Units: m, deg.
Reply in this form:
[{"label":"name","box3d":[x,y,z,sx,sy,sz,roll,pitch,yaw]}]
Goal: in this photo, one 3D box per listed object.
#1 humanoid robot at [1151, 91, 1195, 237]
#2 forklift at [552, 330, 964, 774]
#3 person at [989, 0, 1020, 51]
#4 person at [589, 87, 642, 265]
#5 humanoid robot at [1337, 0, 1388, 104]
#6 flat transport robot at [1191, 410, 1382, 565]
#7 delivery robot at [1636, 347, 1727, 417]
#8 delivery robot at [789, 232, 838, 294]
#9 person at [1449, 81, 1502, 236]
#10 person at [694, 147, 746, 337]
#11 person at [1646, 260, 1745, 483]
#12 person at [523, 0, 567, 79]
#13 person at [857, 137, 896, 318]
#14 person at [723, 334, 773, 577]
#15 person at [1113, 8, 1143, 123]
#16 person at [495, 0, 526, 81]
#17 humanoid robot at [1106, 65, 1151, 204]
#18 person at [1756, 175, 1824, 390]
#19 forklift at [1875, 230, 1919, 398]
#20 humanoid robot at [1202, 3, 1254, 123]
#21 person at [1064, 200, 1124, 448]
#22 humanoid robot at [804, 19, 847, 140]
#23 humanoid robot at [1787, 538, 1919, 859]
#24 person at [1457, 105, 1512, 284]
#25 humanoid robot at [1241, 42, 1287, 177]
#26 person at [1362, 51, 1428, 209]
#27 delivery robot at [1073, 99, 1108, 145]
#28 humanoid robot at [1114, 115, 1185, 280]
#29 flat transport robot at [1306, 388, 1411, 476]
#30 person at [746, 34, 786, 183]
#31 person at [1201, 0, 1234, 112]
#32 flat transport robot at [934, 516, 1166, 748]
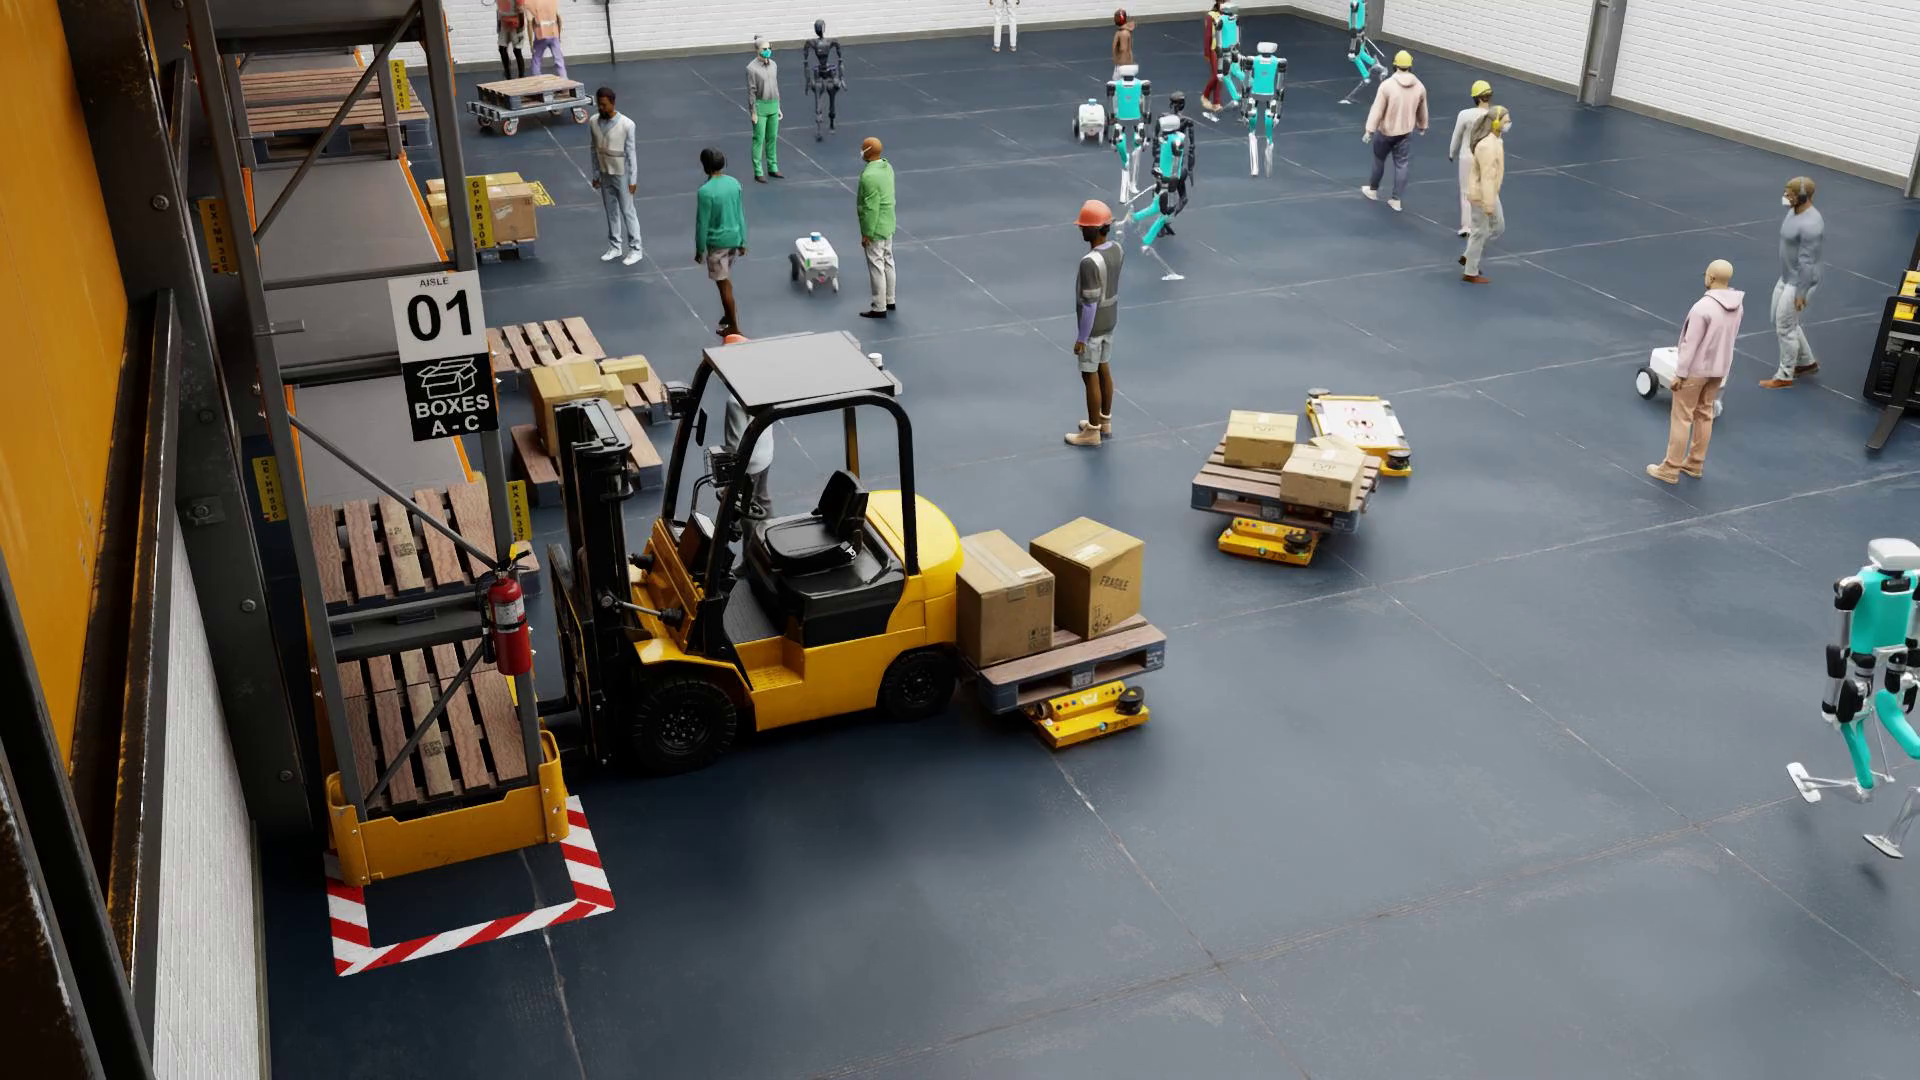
[{"label":"humanoid robot","box3d":[2.375,-4.249,18.870,0.589,1.653,0.412,20,33,34]},{"label":"forklift","box3d":[-1.094,0.010,9.831,2.313,2.155,1.214,-10,28,-20]},{"label":"person","box3d":[0.788,-9.558,29.217,0.571,1.876,0.350,-2,27,-5]},{"label":"person","box3d":[-3.727,-3.960,18.045,0.586,1.910,0.384,15,30,27]},{"label":"humanoid robot","box3d":[6.285,-7.430,25.152,0.951,1.773,0.536,12,29,22]},{"label":"flat transport robot","box3d":[2.434,-0.236,12.457,0.659,0.231,1.431,11,29,21]},{"label":"delivery robot","box3d":[6.314,-1.408,14.490,0.499,0.612,0.816,-5,27,-10]},{"label":"delivery robot","box3d":[-1.511,-2.940,17.509,0.499,0.587,0.789,-7,27,-13]},{"label":"person","box3d":[5.915,-4.385,19.096,0.519,1.710,0.856,0,27,0]},{"label":"person","box3d":[-2.324,-2.834,15.881,0.586,1.829,0.526,19,32,33]},{"label":"person","box3d":[5.757,-1.293,12.884,0.537,1.775,0.409,-14,30,-25]},{"label":"person","box3d":[-6.402,-7.701,25.620,0.618,1.807,0.729,-15,30,-27]},{"label":"person","box3d":[-0.826,-3.083,16.435,0.384,1.781,0.550,10,28,19]},{"label":"person","box3d":[-1.478,-0.586,11.515,0.352,1.737,0.576,7,28,14]},{"label":"person","box3d":[2.409,-6.878,24.139,0.550,1.626,0.488,2,27,3]},{"label":"person","box3d":[-7.094,-8.103,26.266,0.649,1.944,0.434,14,30,26]},{"label":"humanoid robot","box3d":[2.052,-4.941,20.204,0.561,1.732,1.040,3,27,7]},{"label":"person","box3d":[7.461,-2.265,14.684,0.641,1.907,0.669,5,27,10]},{"label":"forklift","box3d":[9.029,-2.397,14.618,1.214,2.155,2.313,18,32,32]},{"label":"humanoid robot","box3d":[3.962,-6.749,23.761,1.008,1.717,0.540,23,34,37]},{"label":"person","box3d":[1.073,-1.748,13.495,0.379,2.040,0.614,13,30,25]},{"label":"humanoid robot","box3d":[-1.886,-6.474,23.361,0.604,1.626,0.792,0,27,0]},{"label":"humanoid robot","box3d":[4.794,0.887,8.591,0.548,1.722,1.046,-5,27,-10]},{"label":"person","box3d":[5.485,-3.589,17.355,0.474,1.864,0.568,13,29,24]},{"label":"humanoid robot","box3d":[3.877,-5.446,21.315,0.539,1.894,0.729,7,27,13]},{"label":"person","box3d":[5.245,-4.999,20.184,0.857,1.830,0.851,-4,27,-7]},{"label":"delivery robot","box3d":[1.850,-5.897,23.393,0.499,0.589,0.782,1,27,2]},{"label":"humanoid robot","box3d":[1.893,-3.537,17.432,1.005,1.780,0.531,-3,27,-6]},{"label":"flat transport robot","box3d":[3.282,-0.895,13.767,0.659,0.231,1.431,2,27,3]},{"label":"person","box3d":[-2.481,-5.497,21.176,0.340,1.839,0.511,21,33,35]},{"label":"person","box3d":[3.859,-7.266,24.780,0.494,1.763,0.427,-20,33,-34]},{"label":"flat transport robot","box3d":[0.516,0.803,10.390,0.659,0.231,1.431,-13,29,-24]}]
